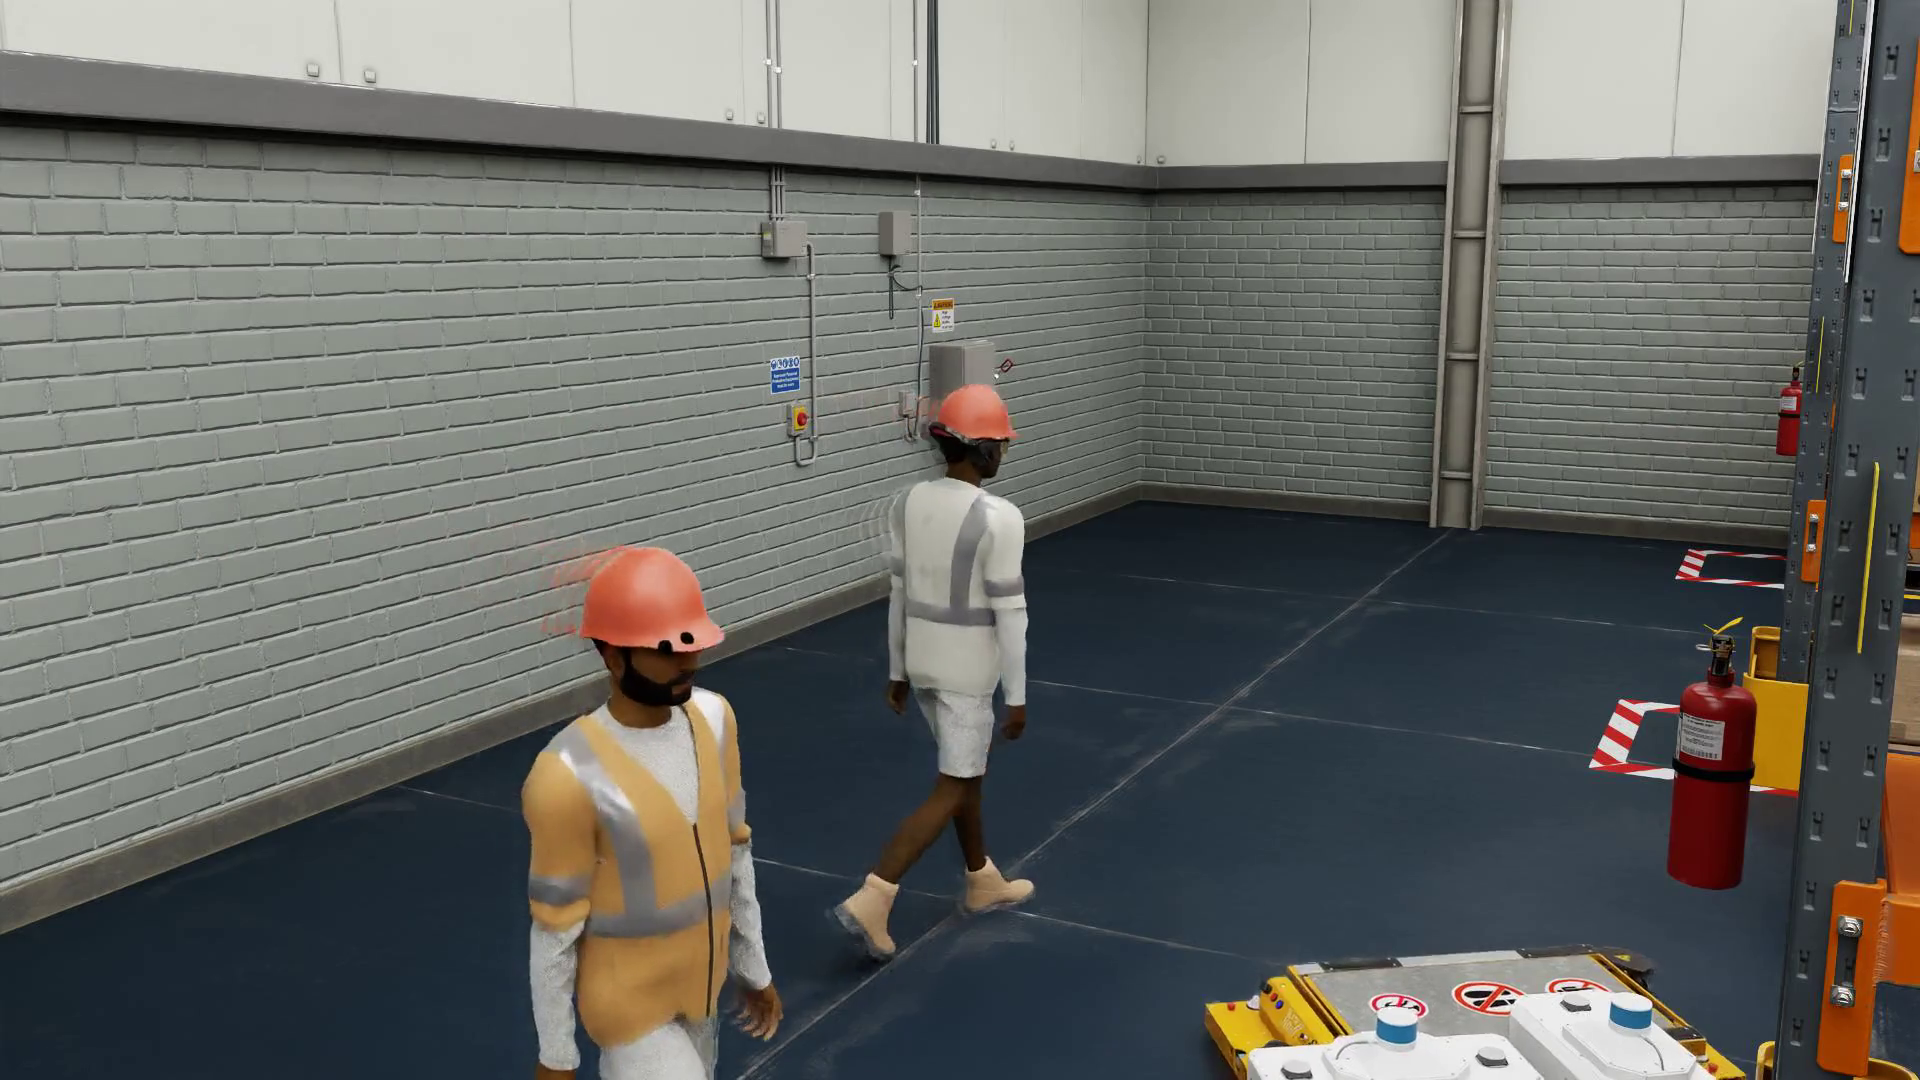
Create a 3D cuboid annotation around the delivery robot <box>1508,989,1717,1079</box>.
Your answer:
[{"bbox_3d":[1.724,1.418,4.309,0.477,0.478,0.707,-2,10,-9],"label":"delivery robot"}]

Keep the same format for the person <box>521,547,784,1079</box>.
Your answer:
[{"bbox_3d":[-0.708,0.933,3.552,0.923,1.911,0.544,6,12,28],"label":"person"}]

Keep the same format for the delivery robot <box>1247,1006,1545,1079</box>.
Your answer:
[{"bbox_3d":[1.100,1.432,4.231,0.707,0.478,0.477,-1,10,-7],"label":"delivery robot"}]

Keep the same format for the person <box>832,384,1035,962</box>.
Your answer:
[{"bbox_3d":[-0.081,0.462,5.844,0.951,2.013,0.619,-9,14,-40],"label":"person"}]

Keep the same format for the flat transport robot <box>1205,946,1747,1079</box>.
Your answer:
[{"bbox_3d":[1.524,1.479,5.010,1.431,0.197,0.652,-2,11,-9],"label":"flat transport robot"}]
